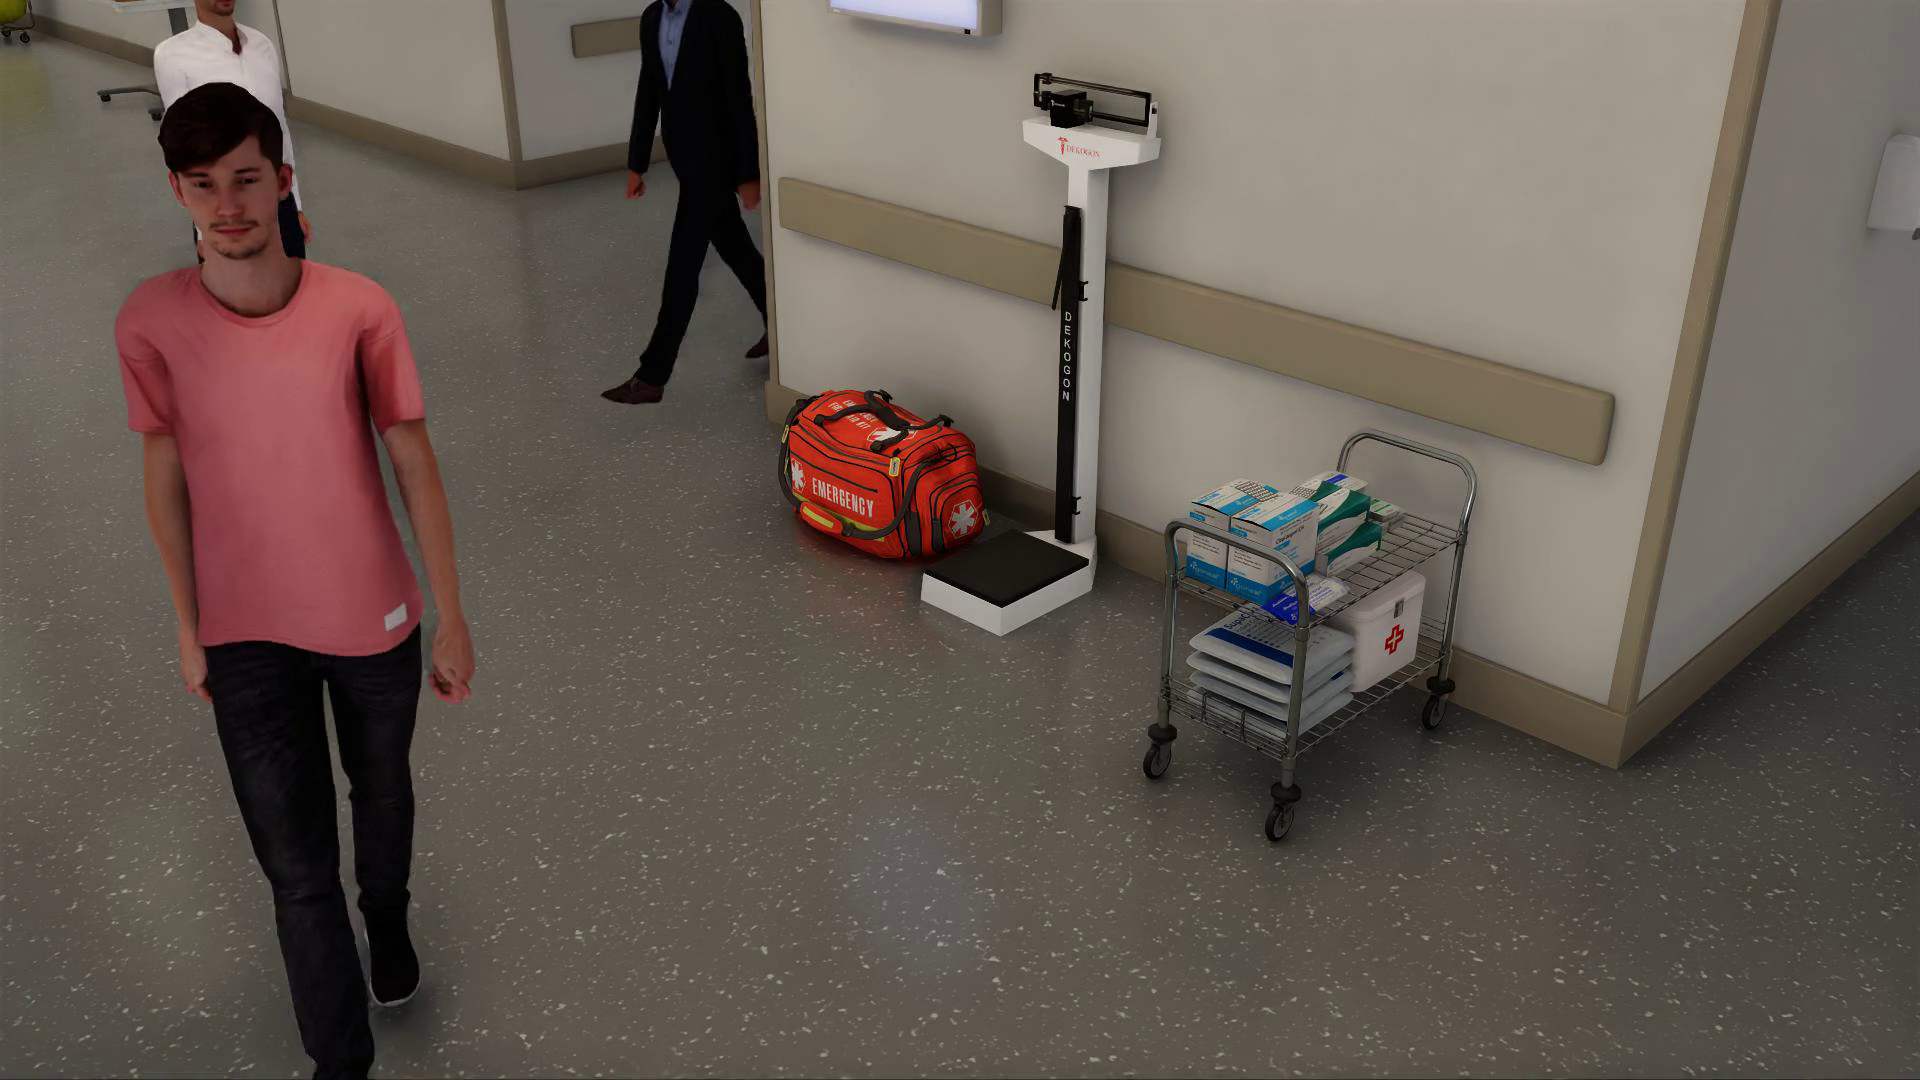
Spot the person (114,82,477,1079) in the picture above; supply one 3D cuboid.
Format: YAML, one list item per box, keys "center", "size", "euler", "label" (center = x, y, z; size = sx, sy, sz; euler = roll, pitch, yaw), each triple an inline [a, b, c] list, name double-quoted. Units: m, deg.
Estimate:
- center: [-1.211, 0.128, 3.147]
  size: [0.965, 1.915, 1.257]
  euler: [-10, 27, -19]
  label: "person"

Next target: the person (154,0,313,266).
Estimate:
- center: [-2.556, -1.188, 5.931]
  size: [0.635, 1.867, 0.654]
  euler: [17, 31, 32]
  label: "person"

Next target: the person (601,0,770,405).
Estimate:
- center: [-0.956, -1.467, 6.587]
  size: [1.283, 1.800, 0.767]
  euler: [20, 32, 36]
  label: "person"
